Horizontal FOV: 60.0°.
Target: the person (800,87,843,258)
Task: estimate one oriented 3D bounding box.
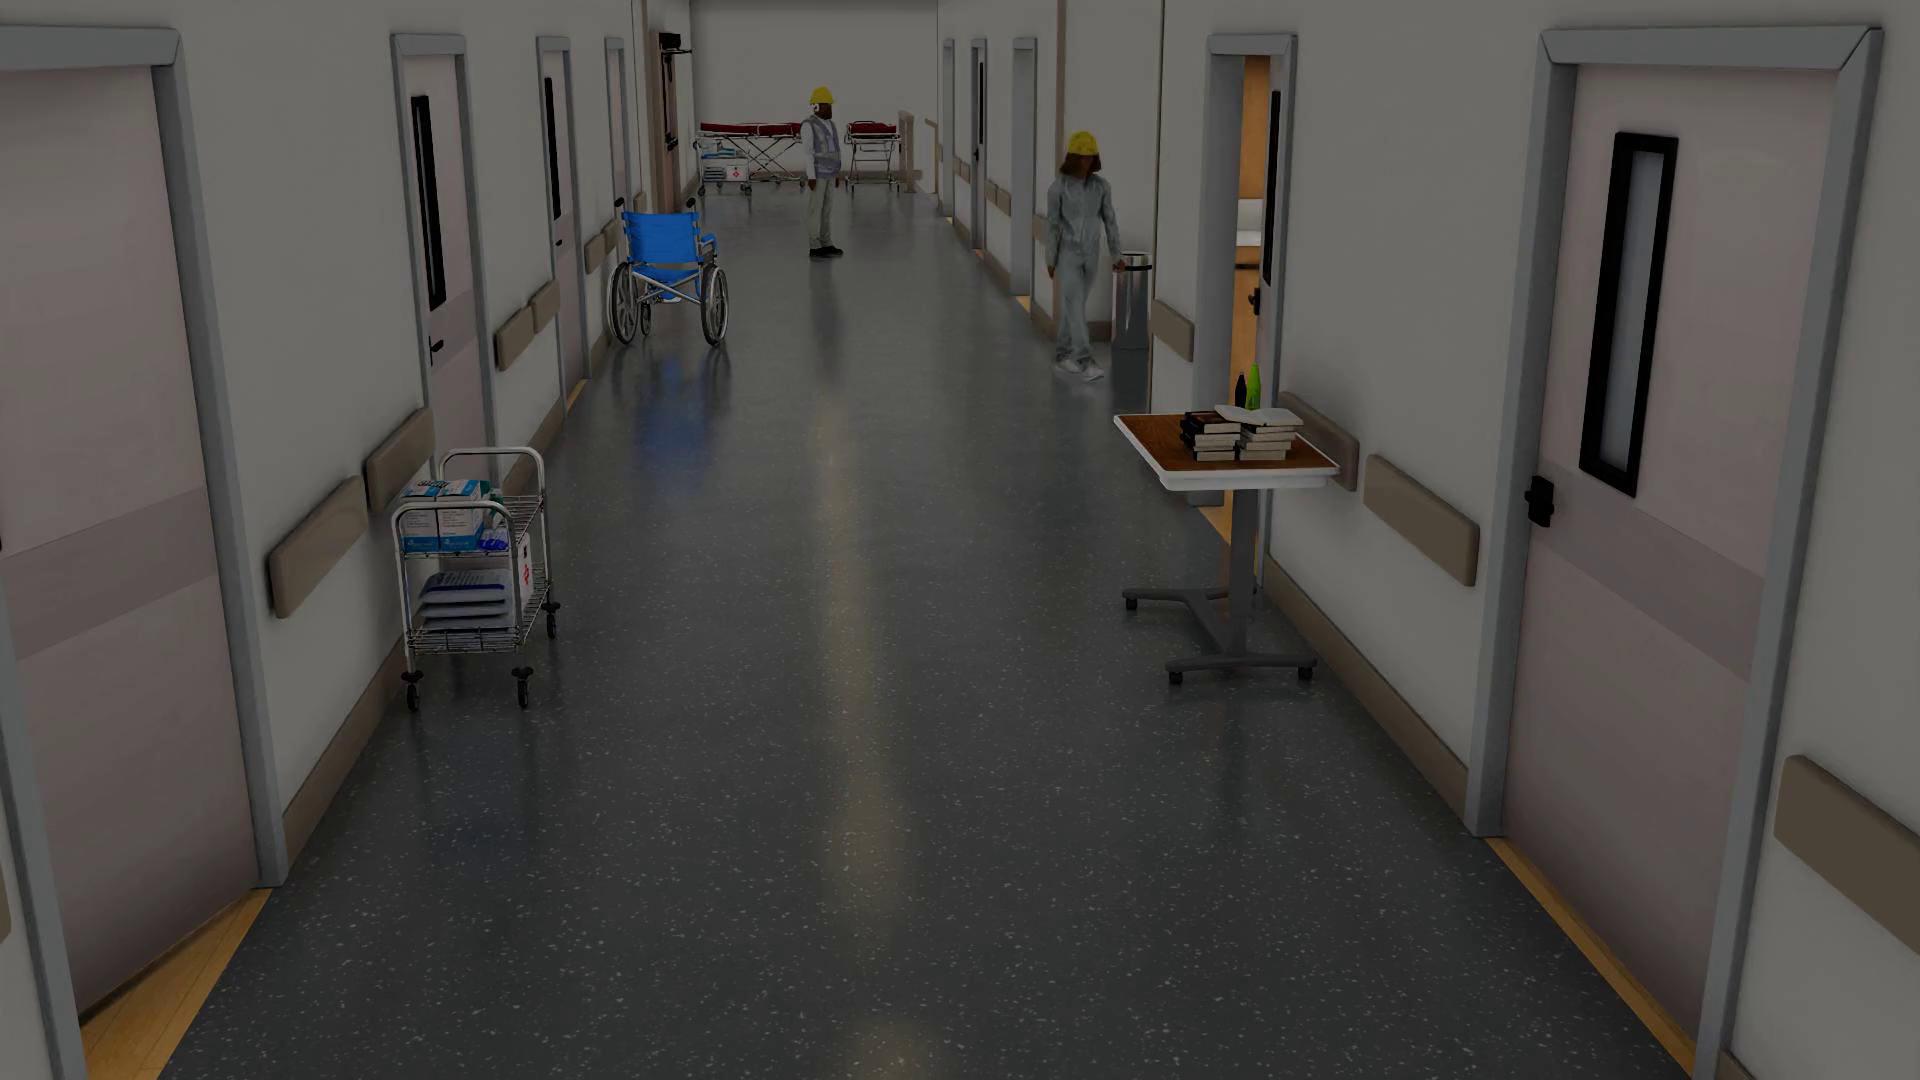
[{"bbox_3d":[-1.504,-4.043,18.316,0.403,1.834,0.588,8,18,24],"label":"person"}]

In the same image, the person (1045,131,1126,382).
[{"bbox_3d":[0.887,-1.956,11.552,0.507,1.702,0.864,-9,19,-28],"label":"person"}]
